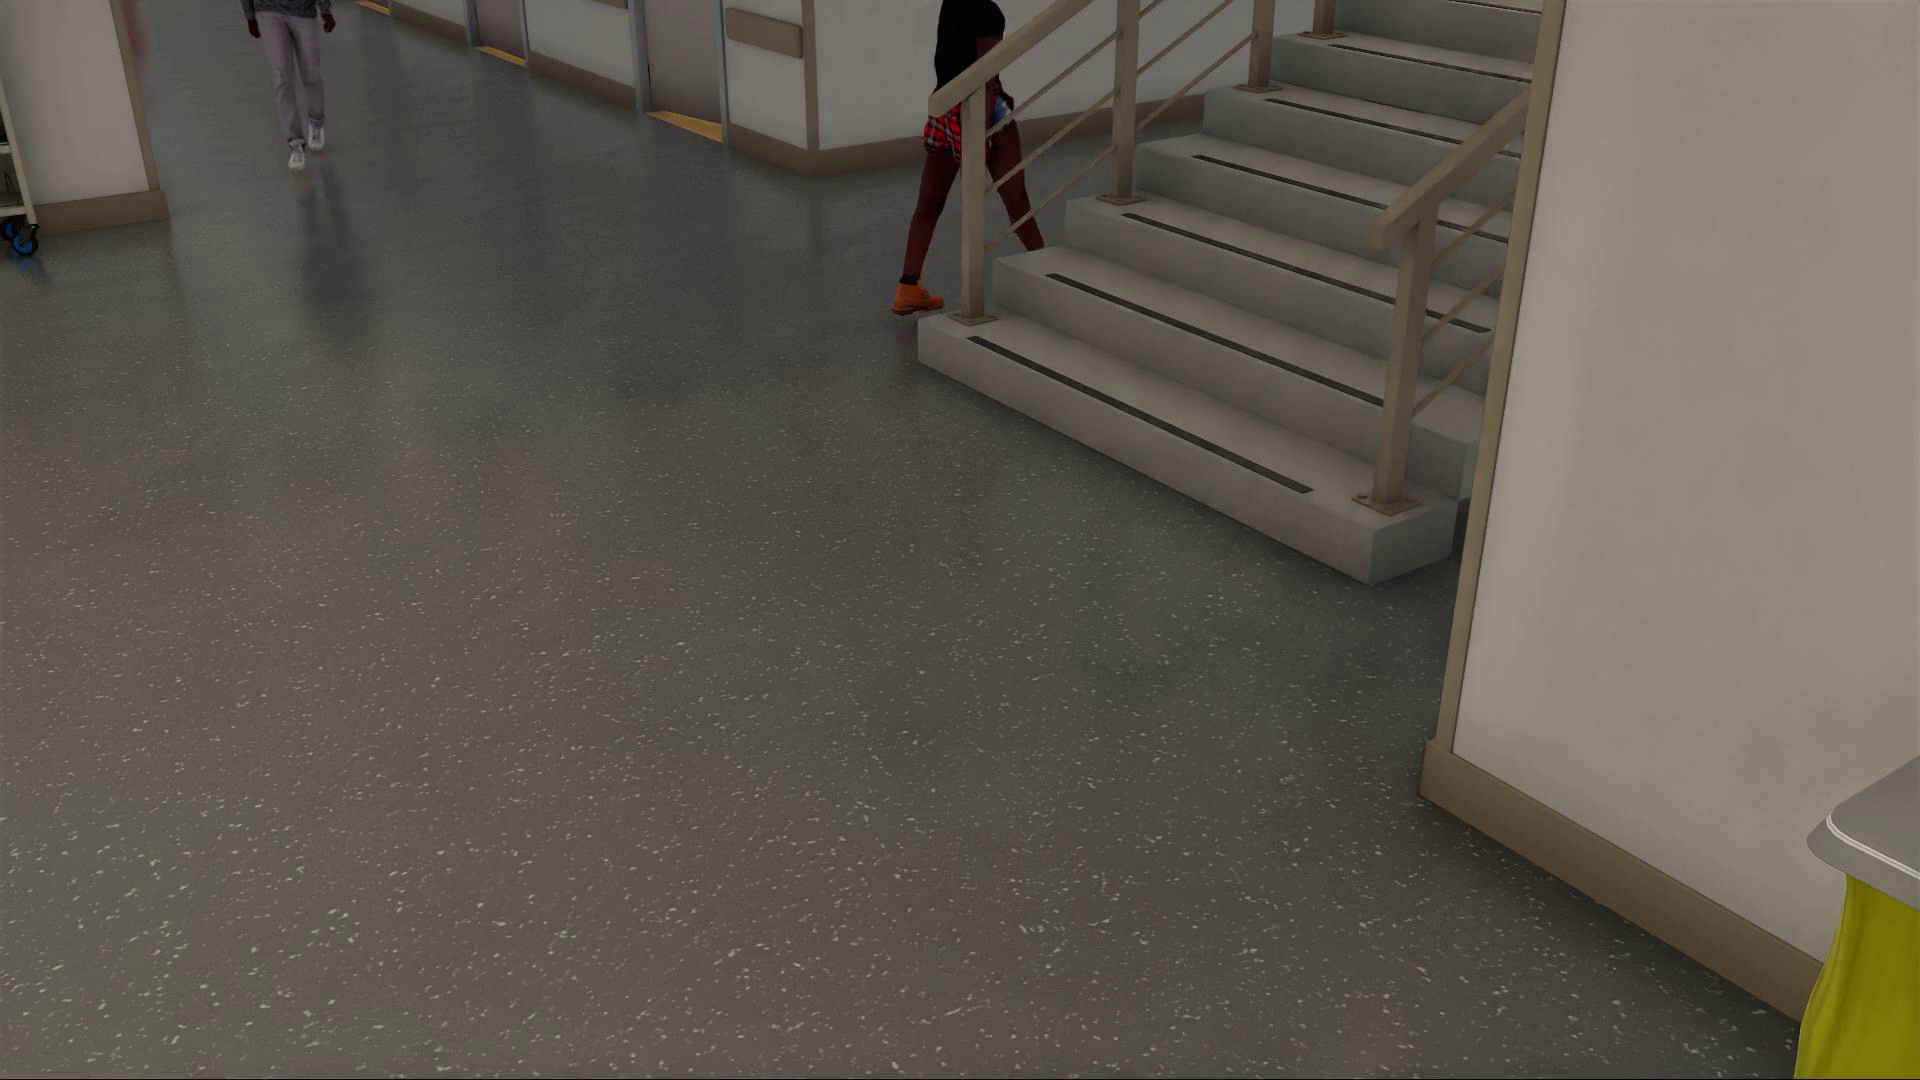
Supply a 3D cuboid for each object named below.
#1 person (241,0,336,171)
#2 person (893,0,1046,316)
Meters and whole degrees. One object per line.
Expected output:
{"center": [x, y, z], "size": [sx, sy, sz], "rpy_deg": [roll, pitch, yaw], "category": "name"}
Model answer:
{"center": [-4.177, -3.289, 10.381], "size": [1.205, 1.809, 1.025], "rpy_deg": [-7, 27, -14], "category": "person"}
{"center": [-0.039, -1.788, 7.434], "size": [1.208, 1.667, 0.602], "rpy_deg": [-17, 31, -32], "category": "person"}
